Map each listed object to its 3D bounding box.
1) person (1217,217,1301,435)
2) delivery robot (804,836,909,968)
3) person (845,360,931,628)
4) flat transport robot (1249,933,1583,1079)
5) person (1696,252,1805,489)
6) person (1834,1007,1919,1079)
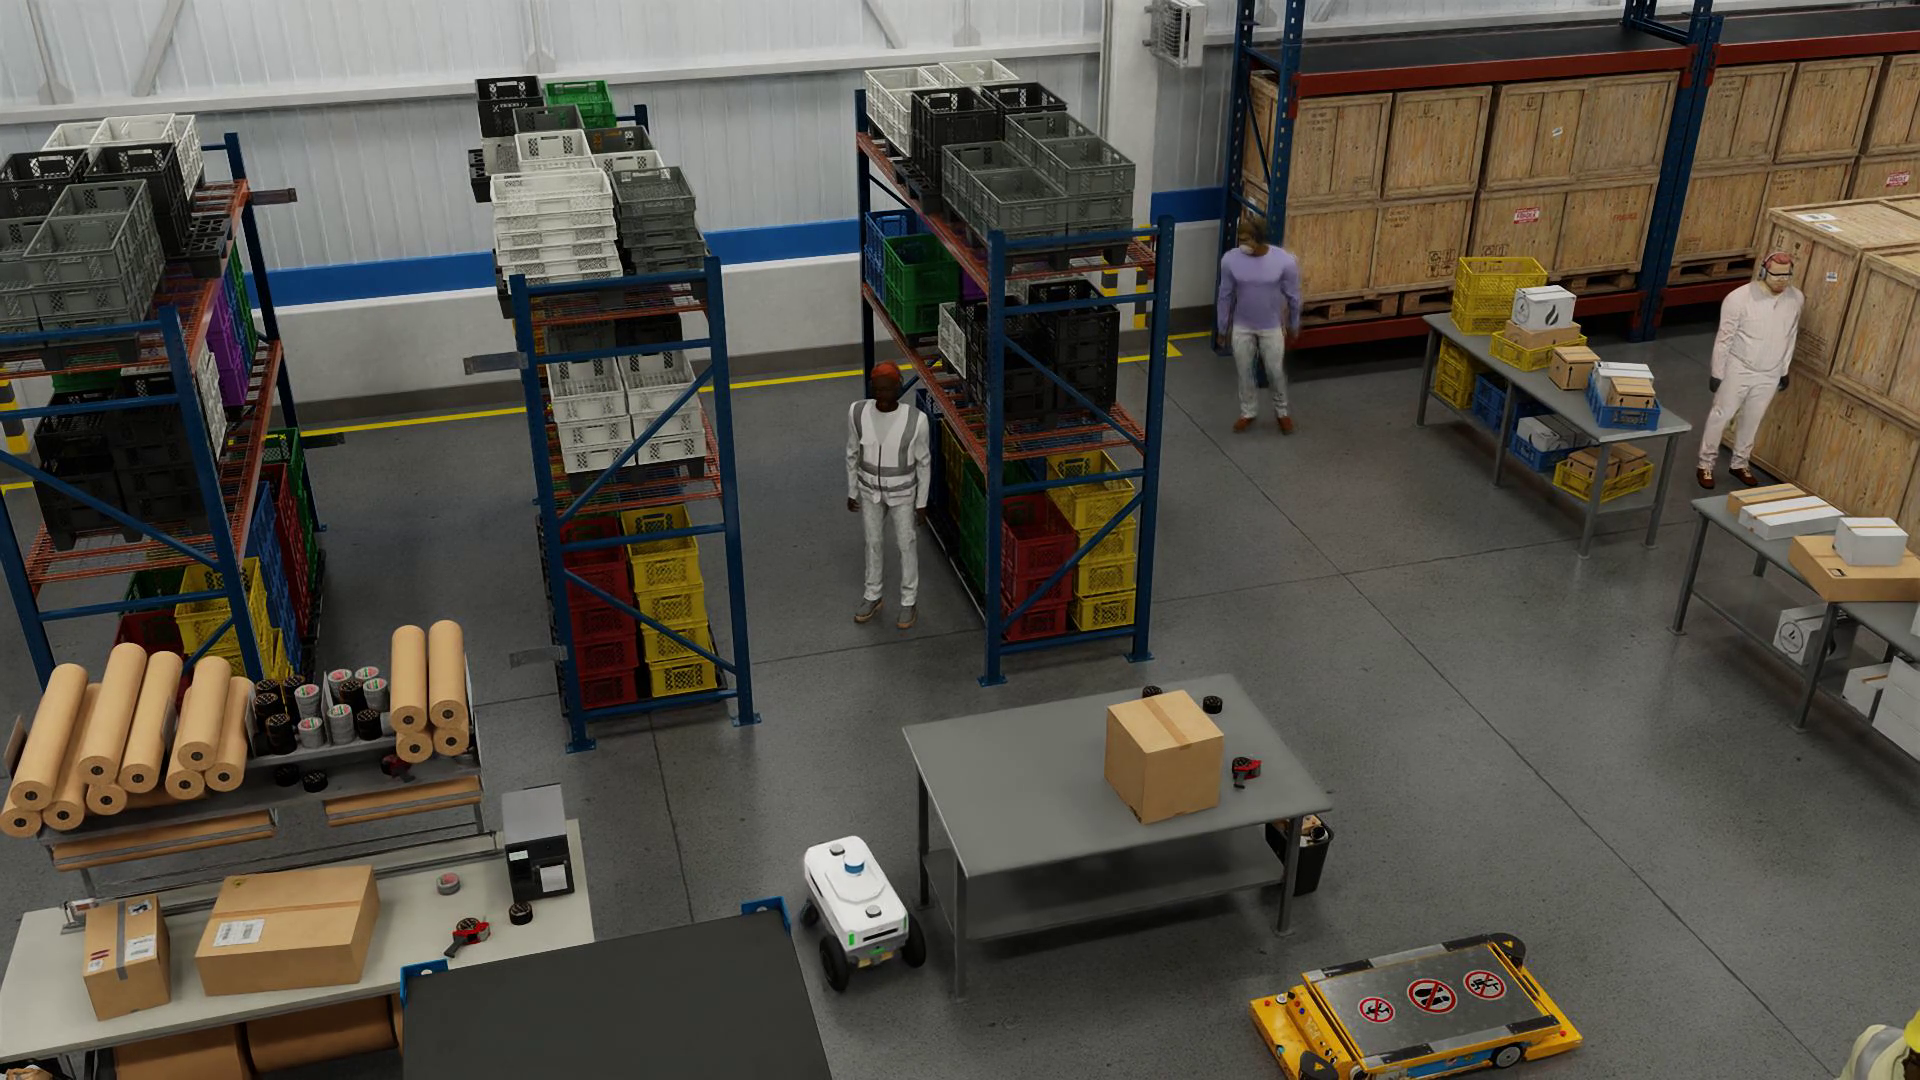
[{"bbox_3d":[2.439,-1.752,13.648,0.684,1.895,0.478,10,30,17],"label":"person"},{"bbox_3d":[-0.532,1.809,8.455,0.477,0.478,0.707,-12,31,-21],"label":"delivery robot"},{"bbox_3d":[-0.483,-0.301,11.017,0.584,1.884,0.349,9,30,15],"label":"person"},{"bbox_3d":[2.184,2.282,7.980,1.431,0.197,0.652,-8,30,-14],"label":"flat transport robot"},{"bbox_3d":[6.108,-1.302,12.816,0.655,1.906,0.407,-3,29,-5],"label":"person"},{"bbox_3d":[3.422,2.393,6.164,0.403,1.837,0.591,-17,33,-28],"label":"person"}]
